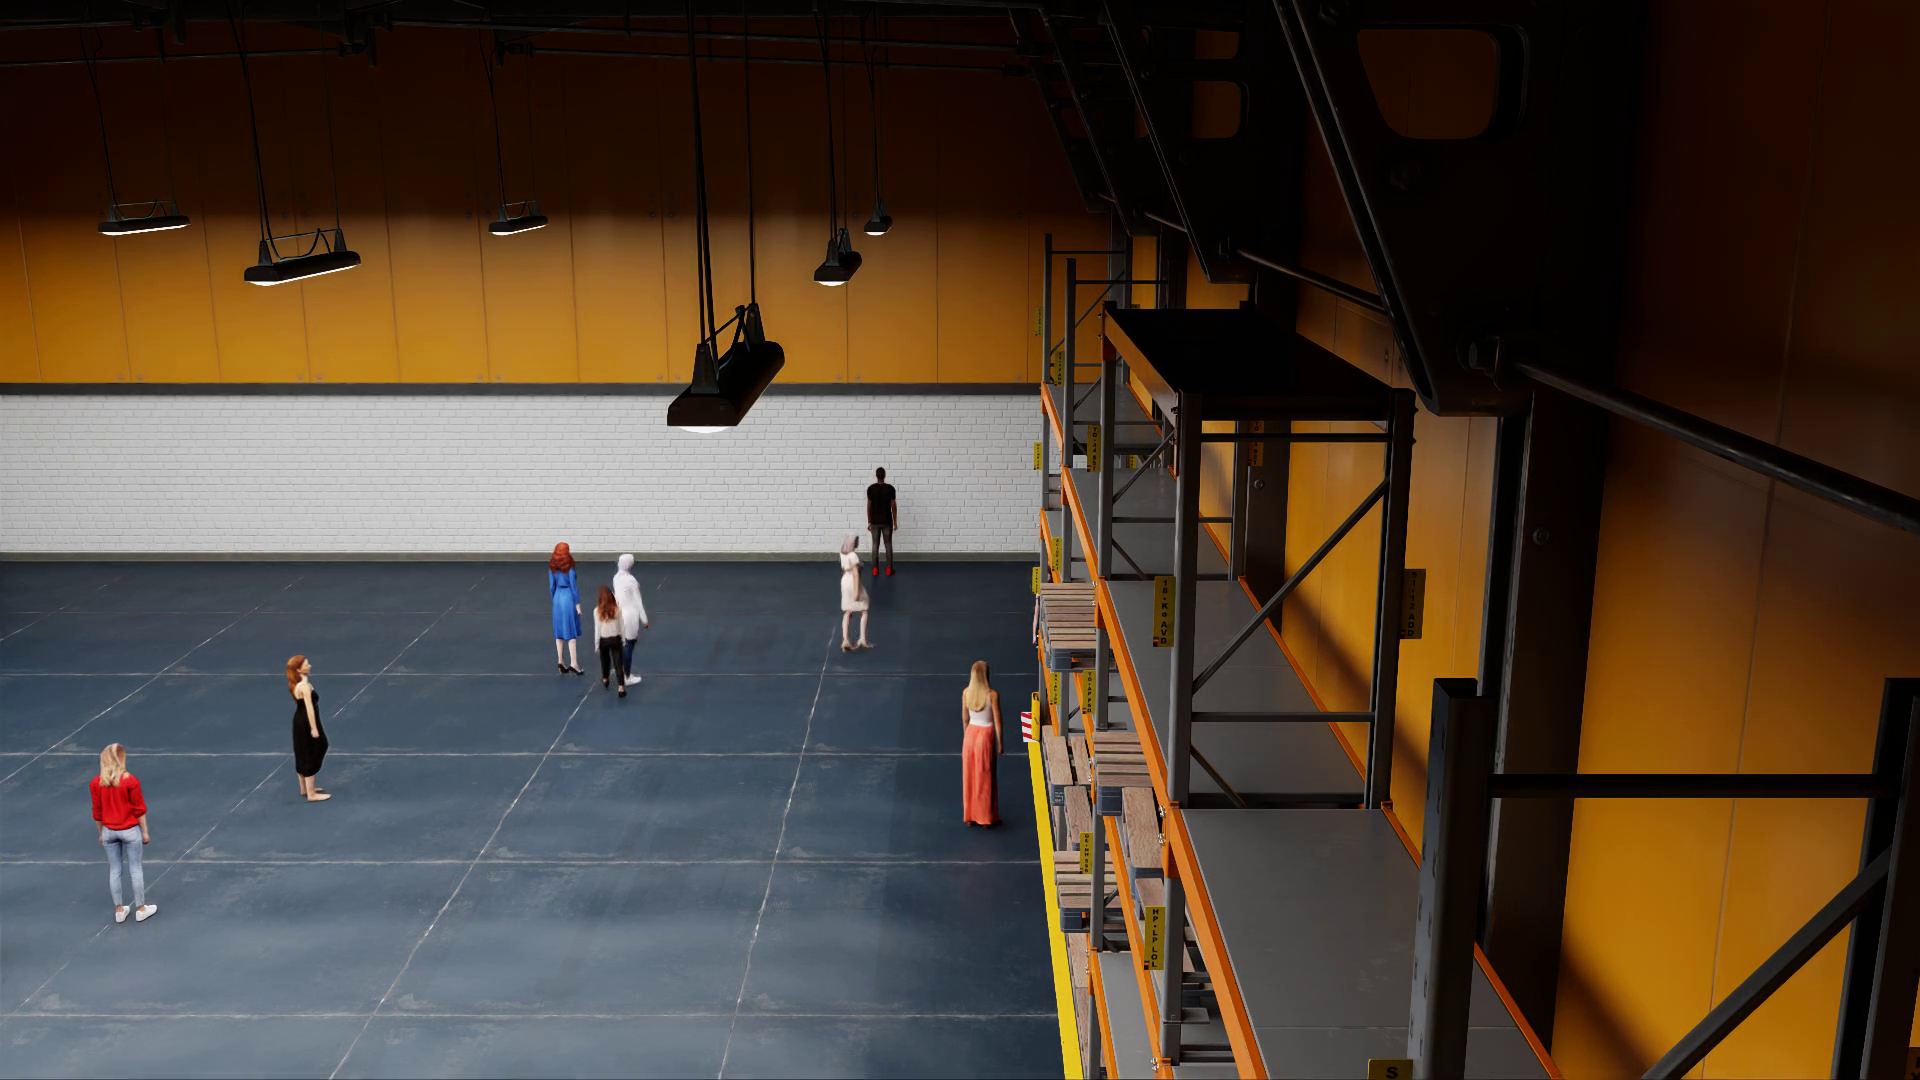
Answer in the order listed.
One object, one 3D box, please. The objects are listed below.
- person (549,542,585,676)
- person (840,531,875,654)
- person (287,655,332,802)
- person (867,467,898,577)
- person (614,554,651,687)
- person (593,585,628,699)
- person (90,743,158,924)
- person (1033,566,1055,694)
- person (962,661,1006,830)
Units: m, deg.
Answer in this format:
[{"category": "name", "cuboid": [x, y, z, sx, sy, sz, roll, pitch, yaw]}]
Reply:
[{"category": "person", "cuboid": [-5.293, 0.922, 22.290, 0.712, 1.828, 0.729, 8, 16, 28]}, {"category": "person", "cuboid": [-1.588, 0.742, 23.260, 0.844, 1.722, 0.786, -9, 16, -33]}, {"category": "person", "cuboid": [-7.144, 2.032, 18.139, 0.731, 1.625, 0.651, -9, 16, -33]}, {"category": "person", "cuboid": [-1.298, -0.315, 27.449, 0.643, 1.804, 0.521, 0, 14, 1]}, {"category": "person", "cuboid": [-4.424, 1.070, 21.810, 0.766, 1.766, 0.697, -13, 18, -42]}, {"category": "person", "cuboid": [-4.482, 1.351, 21.369, 0.808, 1.428, 1.137, -4, 14, -17]}, {"category": "person", "cuboid": [-7.701, 2.685, 15.277, 0.633, 1.704, 0.512, -1, 14, -4]}, {"category": "person", "cuboid": [1.170, 1.175, 21.429, 0.673, 1.742, 0.692, 9, 16, 32]}, {"category": "person", "cuboid": [0.211, 2.130, 17.361, 0.728, 1.802, 0.754, 9, 16, 32]}]
